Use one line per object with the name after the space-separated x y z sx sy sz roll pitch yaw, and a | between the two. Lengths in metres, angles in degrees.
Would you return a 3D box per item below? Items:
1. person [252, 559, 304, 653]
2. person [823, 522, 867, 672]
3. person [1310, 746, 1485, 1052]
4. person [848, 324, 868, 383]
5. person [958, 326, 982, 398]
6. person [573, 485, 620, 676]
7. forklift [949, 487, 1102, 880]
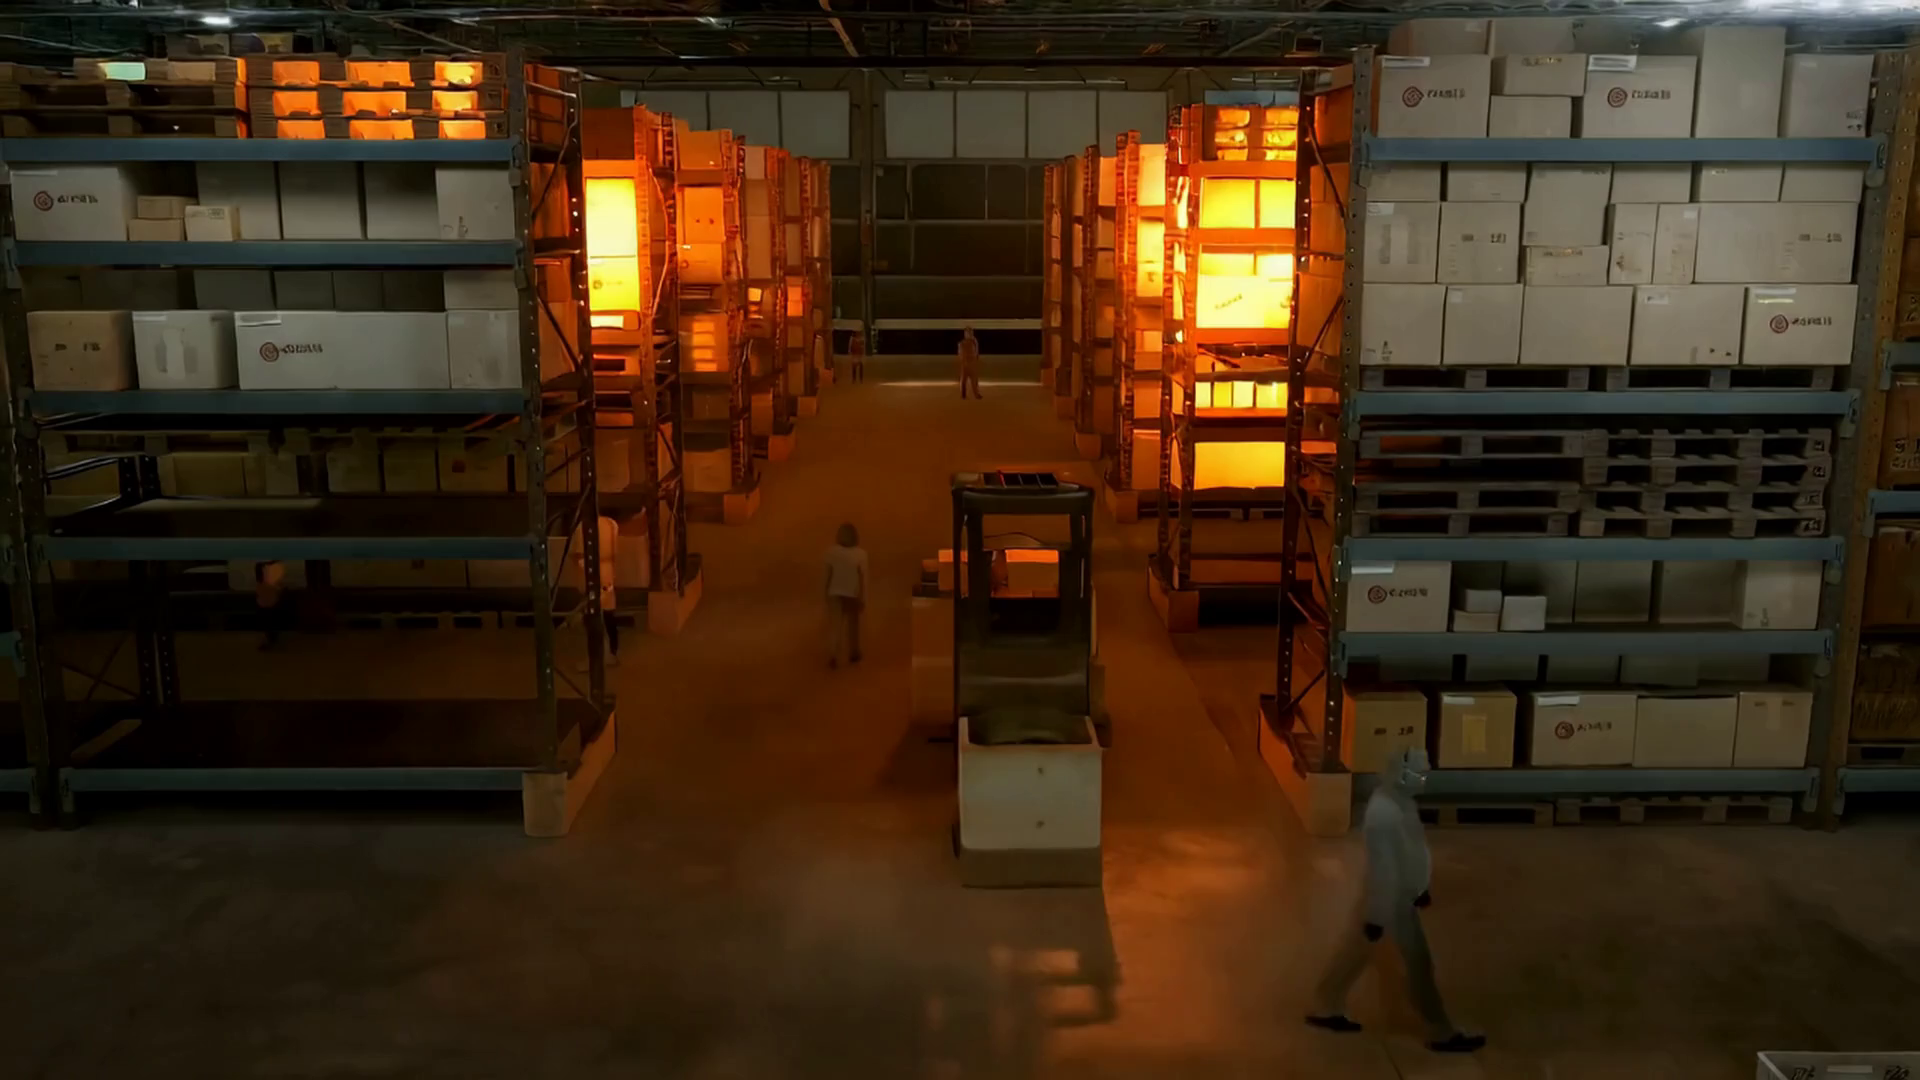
-7.673 0.429 18.535 0.416 1.685 0.550 0 11 -1 | person
-1.253 0.606 17.875 0.506 1.603 0.785 2 12 10 | person
2.586 2.105 9.842 1.014 1.852 0.636 2 12 12 | person
-2.863 -5.258 46.803 0.552 1.650 0.861 0 11 -1 | person
0.268 -4.566 42.857 0.668 1.872 0.890 -3 12 -15 | person
-3.892 0.427 17.667 0.396 2.042 0.611 6 13 29 | person
0.495 0.986 12.813 1.129 2.768 1.873 0 11 -2 | forklift
